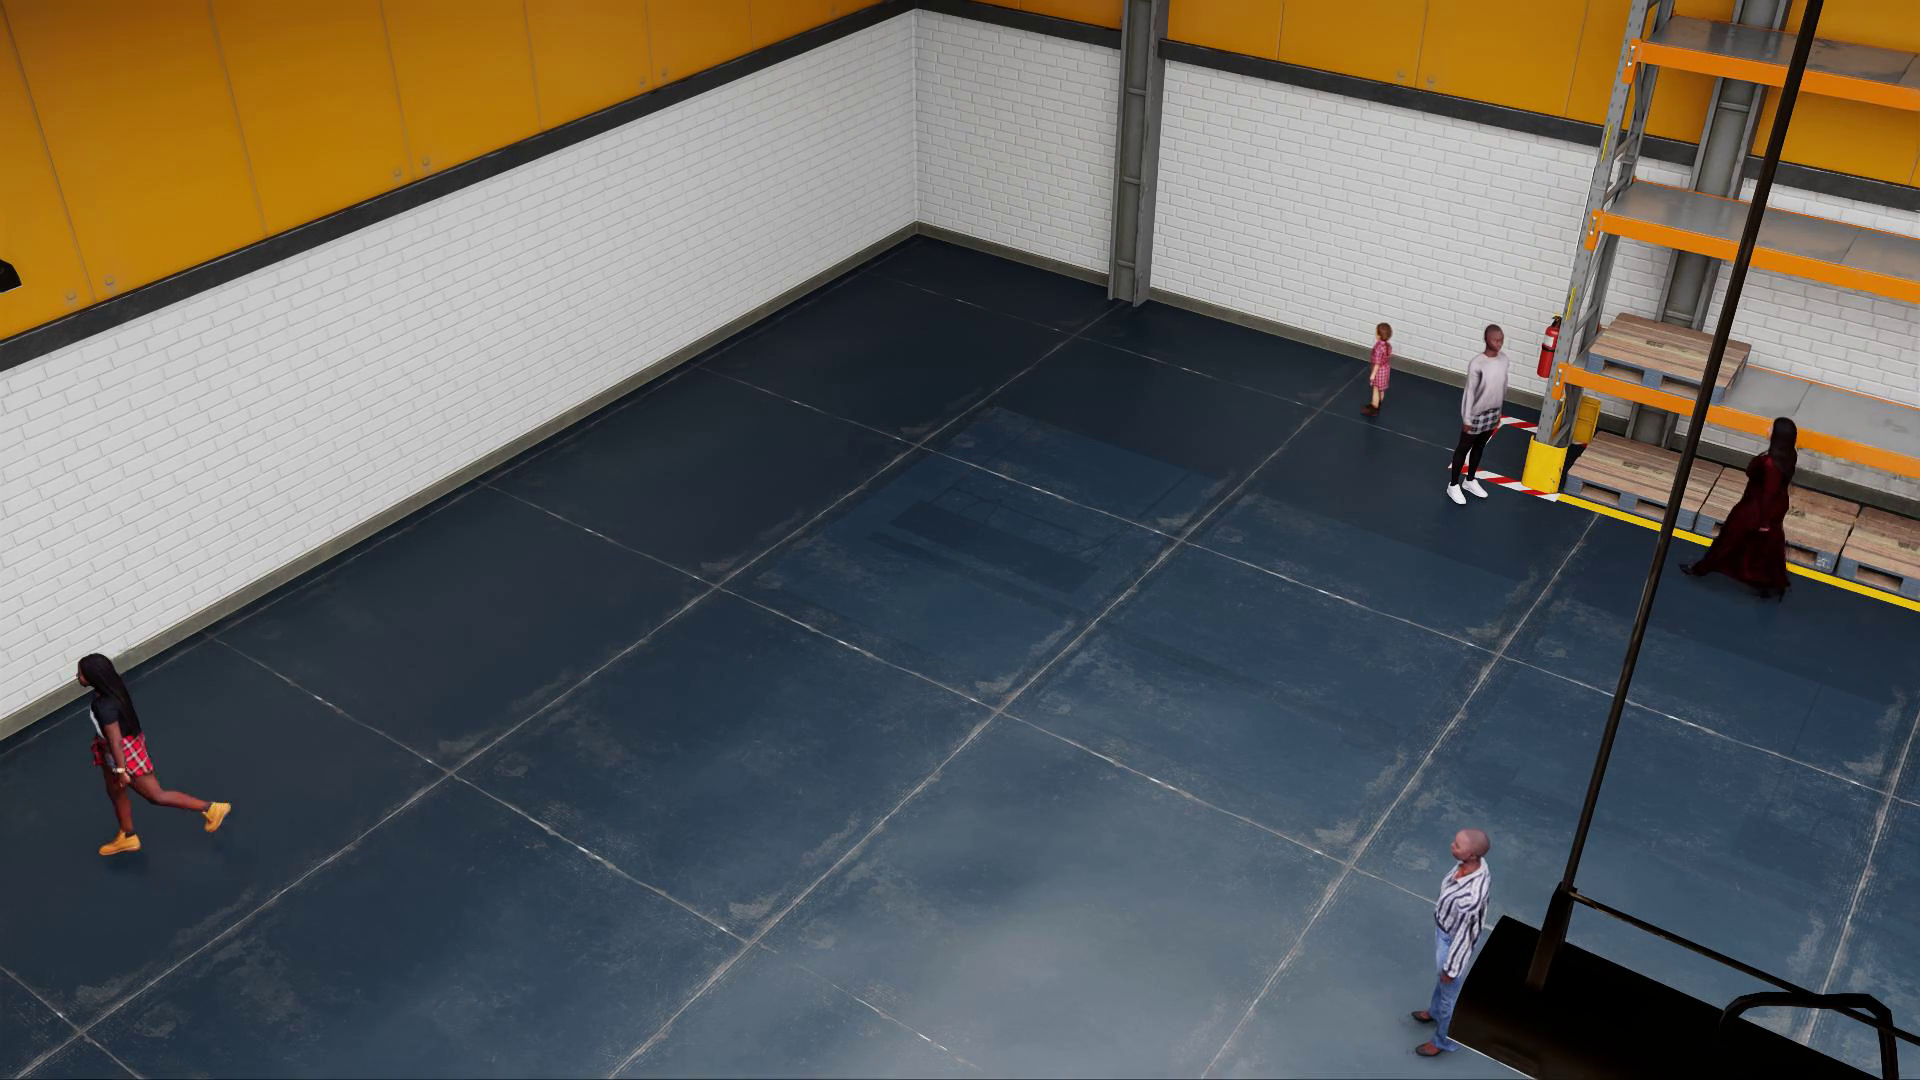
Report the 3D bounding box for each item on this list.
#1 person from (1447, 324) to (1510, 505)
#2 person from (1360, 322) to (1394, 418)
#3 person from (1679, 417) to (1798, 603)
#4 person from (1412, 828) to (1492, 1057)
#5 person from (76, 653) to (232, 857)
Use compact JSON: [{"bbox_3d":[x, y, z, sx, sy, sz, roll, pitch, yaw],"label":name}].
[{"bbox_3d":[4.832,-1.192,15.470,0.695,1.772,0.696,-16,37,-22],"label":"person"},{"bbox_3d":[4.285,-1.749,16.985,0.432,1.022,0.427,22,39,29],"label":"person"},{"bbox_3d":[6.873,-0.210,14.052,1.134,1.706,0.706,25,41,32],"label":"person"},{"bbox_3d":[2.986,2.416,10.023,0.688,1.794,0.711,6,34,10],"label":"person"},{"bbox_3d":[-5.667,1.487,11.511,1.052,1.694,1.161,-14,36,-20],"label":"person"}]
